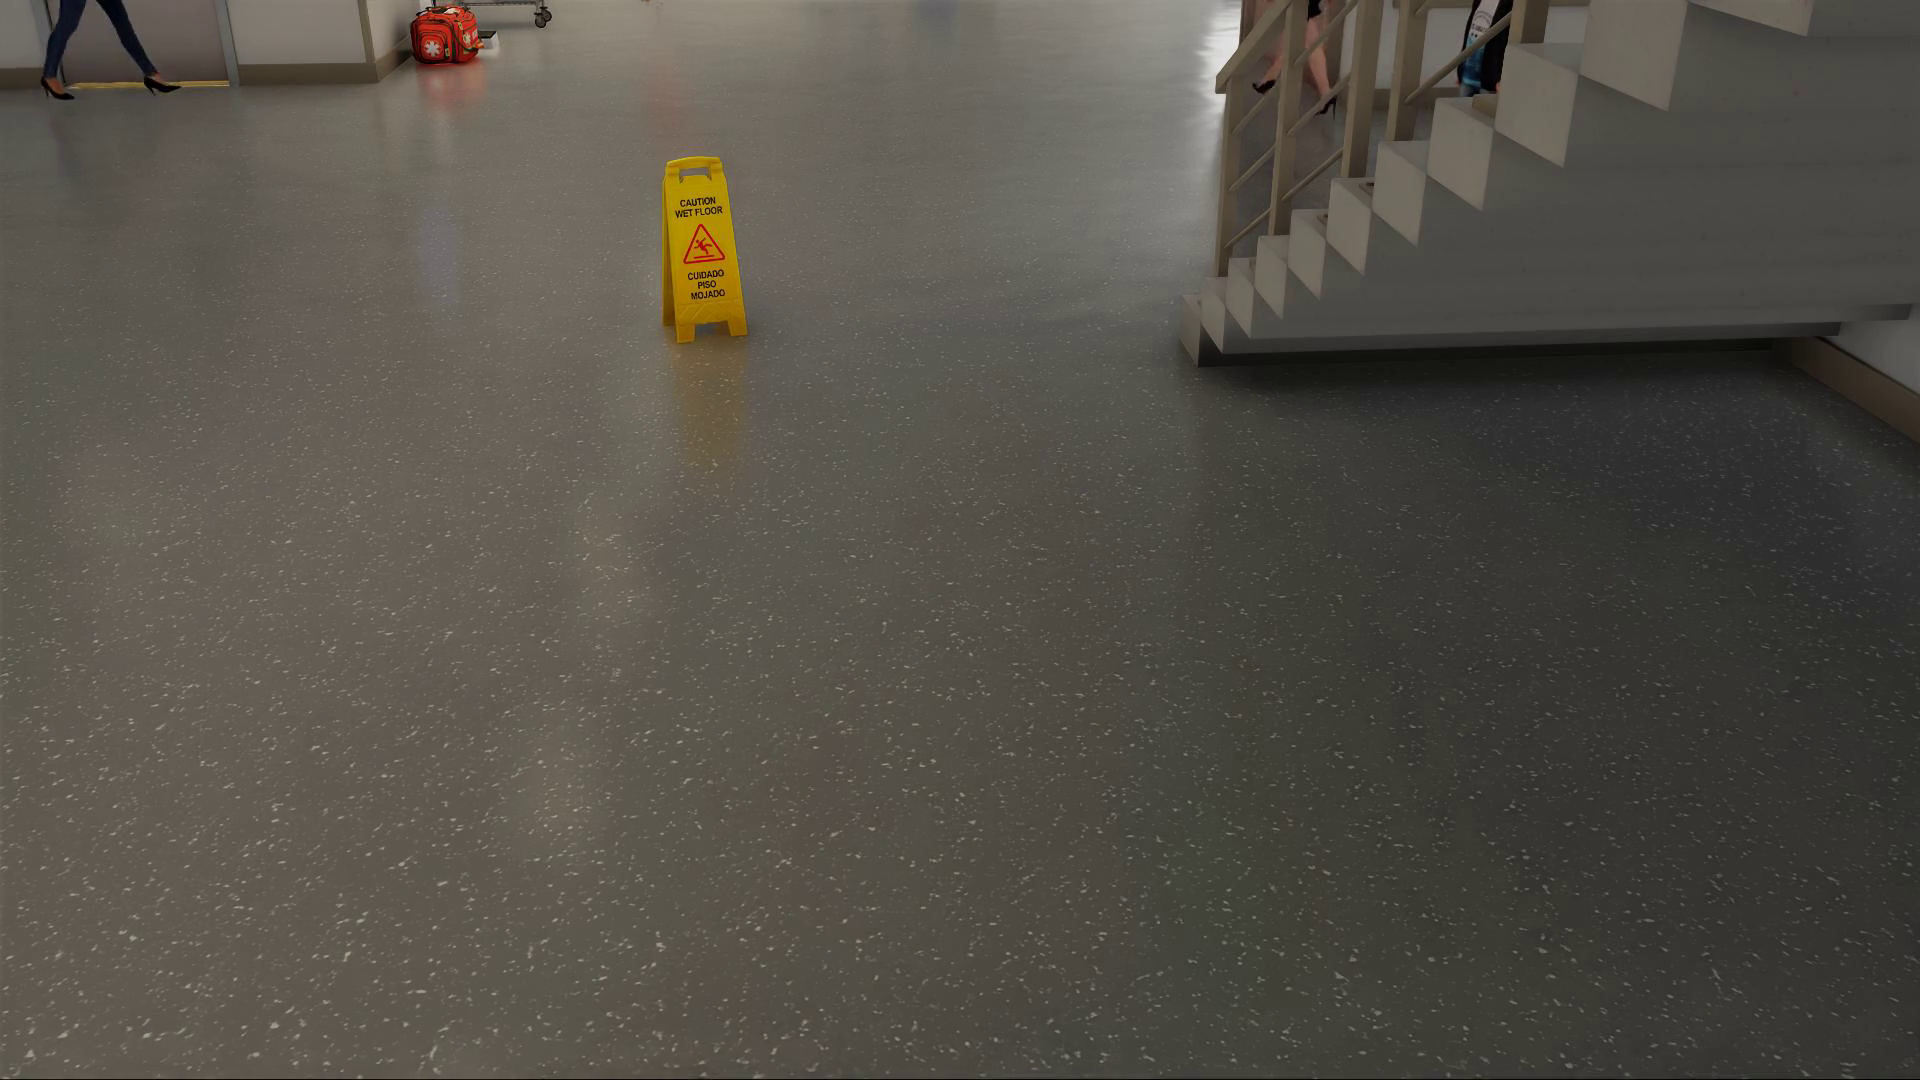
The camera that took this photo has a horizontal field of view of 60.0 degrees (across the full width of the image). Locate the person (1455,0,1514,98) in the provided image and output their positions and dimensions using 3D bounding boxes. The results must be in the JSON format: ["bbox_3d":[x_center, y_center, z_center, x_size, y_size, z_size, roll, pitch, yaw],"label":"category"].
[{"bbox_3d":[2.977,-2.643,9.411,0.671,1.450,0.568,-13,29,-25],"label":"person"}]

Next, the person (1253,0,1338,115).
[{"bbox_3d":[2.471,-3.760,11.513,1.003,1.637,1.157,-20,32,-36],"label":"person"}]

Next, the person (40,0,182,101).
[{"bbox_3d":[-6.316,-3.944,11.780,0.845,1.737,1.143,-8,27,-15],"label":"person"}]
